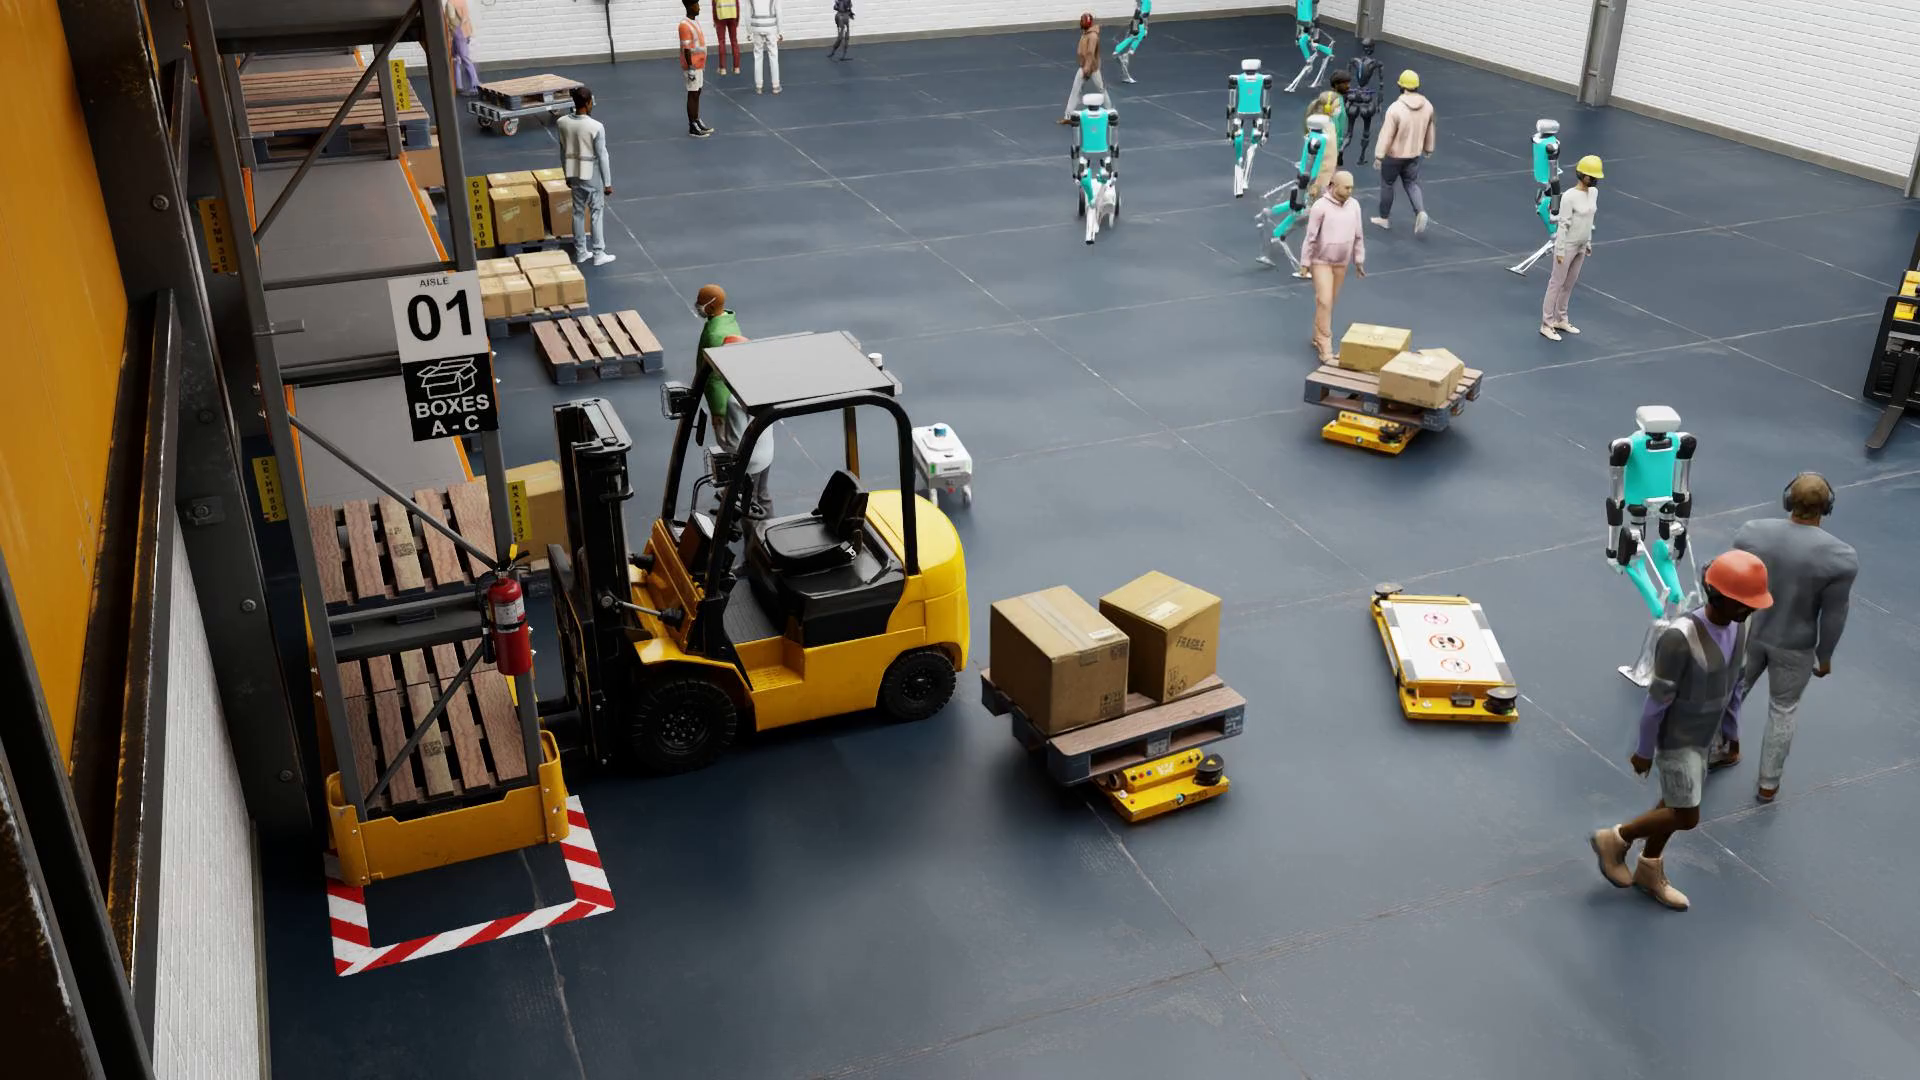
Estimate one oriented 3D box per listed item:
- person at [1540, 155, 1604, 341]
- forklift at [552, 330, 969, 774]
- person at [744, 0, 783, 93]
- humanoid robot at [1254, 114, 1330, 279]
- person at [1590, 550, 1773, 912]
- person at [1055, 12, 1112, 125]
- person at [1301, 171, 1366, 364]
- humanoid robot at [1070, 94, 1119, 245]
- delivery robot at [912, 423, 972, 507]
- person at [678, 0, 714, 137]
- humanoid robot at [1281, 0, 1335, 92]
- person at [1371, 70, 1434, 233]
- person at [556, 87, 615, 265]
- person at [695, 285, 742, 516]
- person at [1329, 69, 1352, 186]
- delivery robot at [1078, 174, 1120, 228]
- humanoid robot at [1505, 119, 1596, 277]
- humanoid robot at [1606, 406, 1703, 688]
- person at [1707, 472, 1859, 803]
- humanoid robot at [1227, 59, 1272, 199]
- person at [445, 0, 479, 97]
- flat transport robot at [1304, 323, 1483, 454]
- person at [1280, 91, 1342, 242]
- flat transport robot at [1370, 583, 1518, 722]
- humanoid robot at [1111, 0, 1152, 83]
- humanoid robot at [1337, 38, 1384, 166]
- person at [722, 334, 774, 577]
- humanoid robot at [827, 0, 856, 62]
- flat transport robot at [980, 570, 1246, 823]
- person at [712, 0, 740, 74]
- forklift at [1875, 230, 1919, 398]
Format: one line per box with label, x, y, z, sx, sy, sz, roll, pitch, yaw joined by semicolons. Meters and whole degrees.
person;5.867;-2.796;15.886;0.522;1.765;0.318;-20;33;-34
forklift;-1.094;0.010;9.831;2.313;2.155;1.214;-10;28;-20
person;-3.064;-7.956;26.017;0.587;1.880;0.387;0;27;1
humanoid robot;3.386;-3.649;17.627;0.923;1.753;0.531;9;28;18
person;3.587;0.940;8.170;0.602;2.023;0.482;-20;33;-34
person;1.878;-6.816;24.061;0.911;1.595;0.448;-12;29;-22
person;3.480;-2.513;15.331;0.572;1.748;0.828;-8;28;-16
humanoid robot;1.508;-4.175;18.691;0.559;1.749;1.038;2;27;5
delivery robot;-0.159;-0.615;12.915;0.499;0.614;0.791;-7;27;-13
person;-3.734;-6.690;23.407;0.368;1.966;0.605;2;27;4
humanoid robot;5.535;-7.864;26.005;0.904;1.777;0.543;-13;30;-24
person;5.120;-4.443;19.082;0.798;1.839;0.752;-7;28;-14
person;-4.035;-3.916;17.959;0.596;1.908;0.411;11;29;20
person;-1.754;-1.043;12.393;0.390;1.778;0.534;-2;27;-3
person;4.238;-4.465;19.114;0.403;1.847;0.494;4;27;8
delivery robot;1.659;-4.038;19.705;0.499;0.598;0.802;1;27;2
humanoid robot;6.311;-3.520;17.372;1.016;1.720;0.538;-2;27;-3
humanoid robot;4.256;0.121;10.108;0.555;1.754;0.837;-4;27;-7
person;4.470;0.522;9.112;0.648;1.929;0.415;22;34;37
humanoid robot;3.519;-5.045;20.396;0.547;1.734;1.026;3;27;7
person;-7.833;-7.774;25.716;0.732;1.818;0.585;-1;27;-2
flat transport robot;3.675;-1.113;14.201;0.659;0.231;1.431;17;31;30
person;3.881;-3.969;18.129;0.792;1.850;0.566;9;28;17
flat transport robot;3.060;0.704;10.587;0.659;0.231;1.431;2;27;3
humanoid robot;2.734;-8.161;26.720;0.716;1.902;0.541;13;29;24
humanoid robot;5.248;-5.734;21.837;0.609;1.634;0.633;18;32;31
person;-1.477;-0.585;11.516;0.351;1.738;0.572;7;28;14
humanoid robot;-2.027;-9.000;28.331;0.481;1.646;0.611;7;27;13
flat transport robot;0.889;1.129;9.742;0.659;0.231;1.431;-13;29;-24
person;-3.837;-8.574;27.379;0.471;1.768;0.407;-12;29;-22
forklift;9.029;-2.397;14.618;1.214;2.155;2.313;18;32;32
